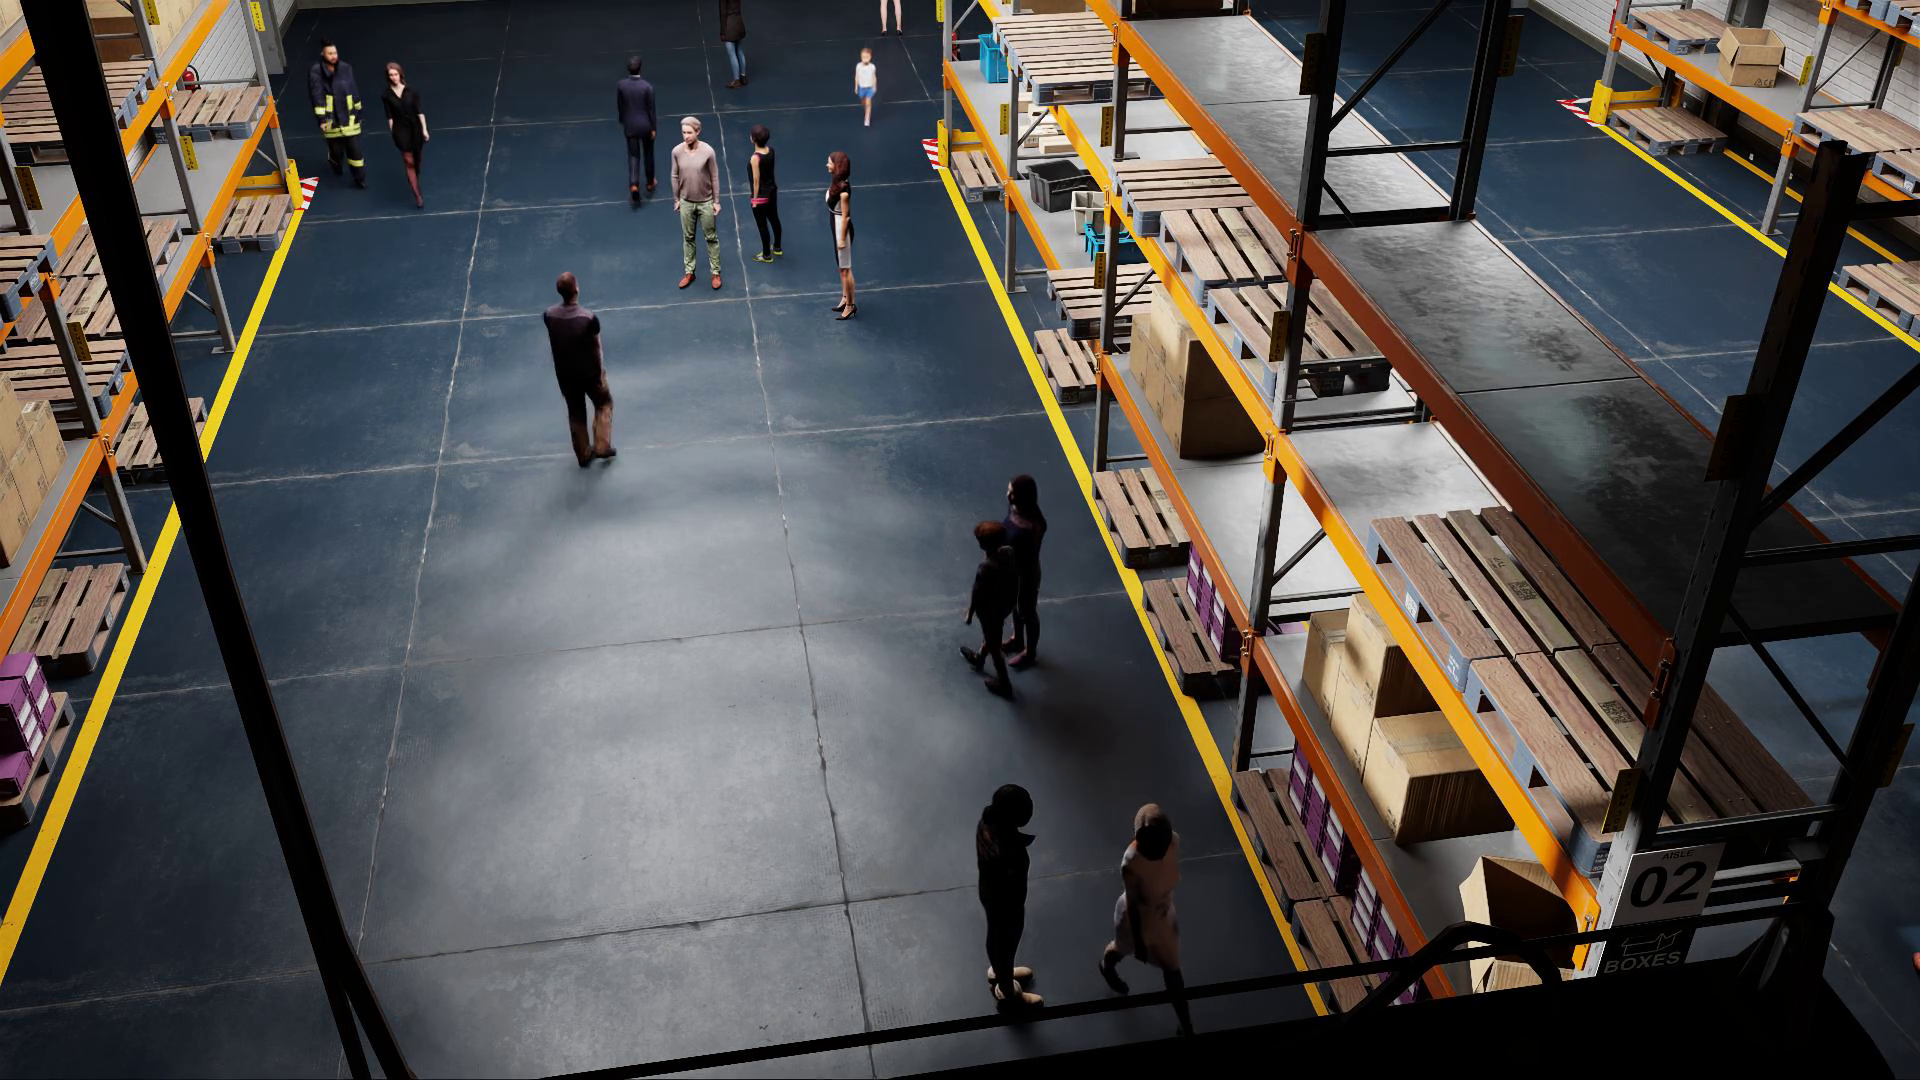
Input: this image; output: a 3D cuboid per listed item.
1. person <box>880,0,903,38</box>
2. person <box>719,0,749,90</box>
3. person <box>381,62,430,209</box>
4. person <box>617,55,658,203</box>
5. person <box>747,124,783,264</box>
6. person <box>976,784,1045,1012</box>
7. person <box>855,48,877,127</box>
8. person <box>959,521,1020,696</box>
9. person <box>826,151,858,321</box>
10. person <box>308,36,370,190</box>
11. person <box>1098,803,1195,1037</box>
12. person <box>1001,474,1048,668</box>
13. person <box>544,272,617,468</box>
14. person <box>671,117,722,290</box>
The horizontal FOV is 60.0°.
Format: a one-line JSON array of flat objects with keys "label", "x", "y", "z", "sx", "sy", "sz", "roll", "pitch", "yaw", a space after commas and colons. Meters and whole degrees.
[{"label": "person", "x": -1.080, "y": -8.593, "z": 25.291, "sx": 0.604, "sy": 1.829, "sz": 0.536, "roll": -1, "pitch": 34, "yaw": -2}, {"label": "person", "x": -3.190, "y": -7.179, "z": 23.342, "sx": 0.777, "sy": 1.631, "sz": 0.695, "roll": 15, "pitch": 37, "yaw": 22}, {"label": "person", "x": -6.577, "y": -4.867, "z": 19.834, "sx": 0.757, "sy": 1.665, "sz": 1.113, "roll": -13, "pitch": 36, "yaw": -19}, {"label": "person", "x": -3.856, "y": -4.870, "z": 19.805, "sx": 0.805, "sy": 1.701, "sz": 1.129, "roll": 2, "pitch": 34, "yaw": 2}, {"label": "person", "x": -2.162, "y": -3.846, "z": 18.400, "sx": 0.687, "sy": 1.552, "sz": 0.616, "roll": 18, "pitch": 37, "yaw": 24}, {"label": "person", "x": 0.232, "y": 2.044, "z": 9.440, "sx": 0.662, "sy": 1.661, "sz": 0.594, "roll": 8, "pitch": 35, "yaw": 12}, {"label": "person", "x": -1.254, "y": -6.096, "z": 22.276, "sx": 0.577, "sy": 1.007, "sz": 0.756, "roll": 7, "pitch": 34, "yaw": 10}, {"label": "person", "x": 0.287, "y": 0.508, "z": 11.958, "sx": 0.883, "sy": 1.432, "sz": 0.813, "roll": 24, "pitch": 40, "yaw": 31}, {"label": "person", "x": -1.213, "y": -3.138, "z": 17.114, "sx": 0.635, "sy": 1.795, "sz": 0.410, "roll": -6, "pitch": 34, "yaw": -8}, {"label": "person", "x": -7.562, "y": -5.188, "z": 20.156, "sx": 0.912, "sy": 1.842, "sz": 1.002, "roll": -20, "pitch": 38, "yaw": -27}, {"label": "person", "x": 0.976, "y": 2.080, "z": 9.358, "sx": 0.929, "sy": 1.691, "sz": 1.179, "roll": -25, "pitch": 41, "yaw": -32}, {"label": "person", "x": 0.442, "y": 0.216, "z": 12.238, "sx": 0.704, "sy": 1.608, "sz": 0.548, "roll": -16, "pitch": 37, "yaw": -22}, {"label": "person", "x": -3.368, "y": -1.435, "z": 14.529, "sx": 0.765, "sy": 1.821, "sz": 0.750, "roll": 6, "pitch": 34, "yaw": 9}, {"label": "person", "x": -2.801, "y": -3.613, "z": 17.758, "sx": 0.739, "sy": 1.874, "sz": 0.708, "roll": 4, "pitch": 34, "yaw": 6}]
